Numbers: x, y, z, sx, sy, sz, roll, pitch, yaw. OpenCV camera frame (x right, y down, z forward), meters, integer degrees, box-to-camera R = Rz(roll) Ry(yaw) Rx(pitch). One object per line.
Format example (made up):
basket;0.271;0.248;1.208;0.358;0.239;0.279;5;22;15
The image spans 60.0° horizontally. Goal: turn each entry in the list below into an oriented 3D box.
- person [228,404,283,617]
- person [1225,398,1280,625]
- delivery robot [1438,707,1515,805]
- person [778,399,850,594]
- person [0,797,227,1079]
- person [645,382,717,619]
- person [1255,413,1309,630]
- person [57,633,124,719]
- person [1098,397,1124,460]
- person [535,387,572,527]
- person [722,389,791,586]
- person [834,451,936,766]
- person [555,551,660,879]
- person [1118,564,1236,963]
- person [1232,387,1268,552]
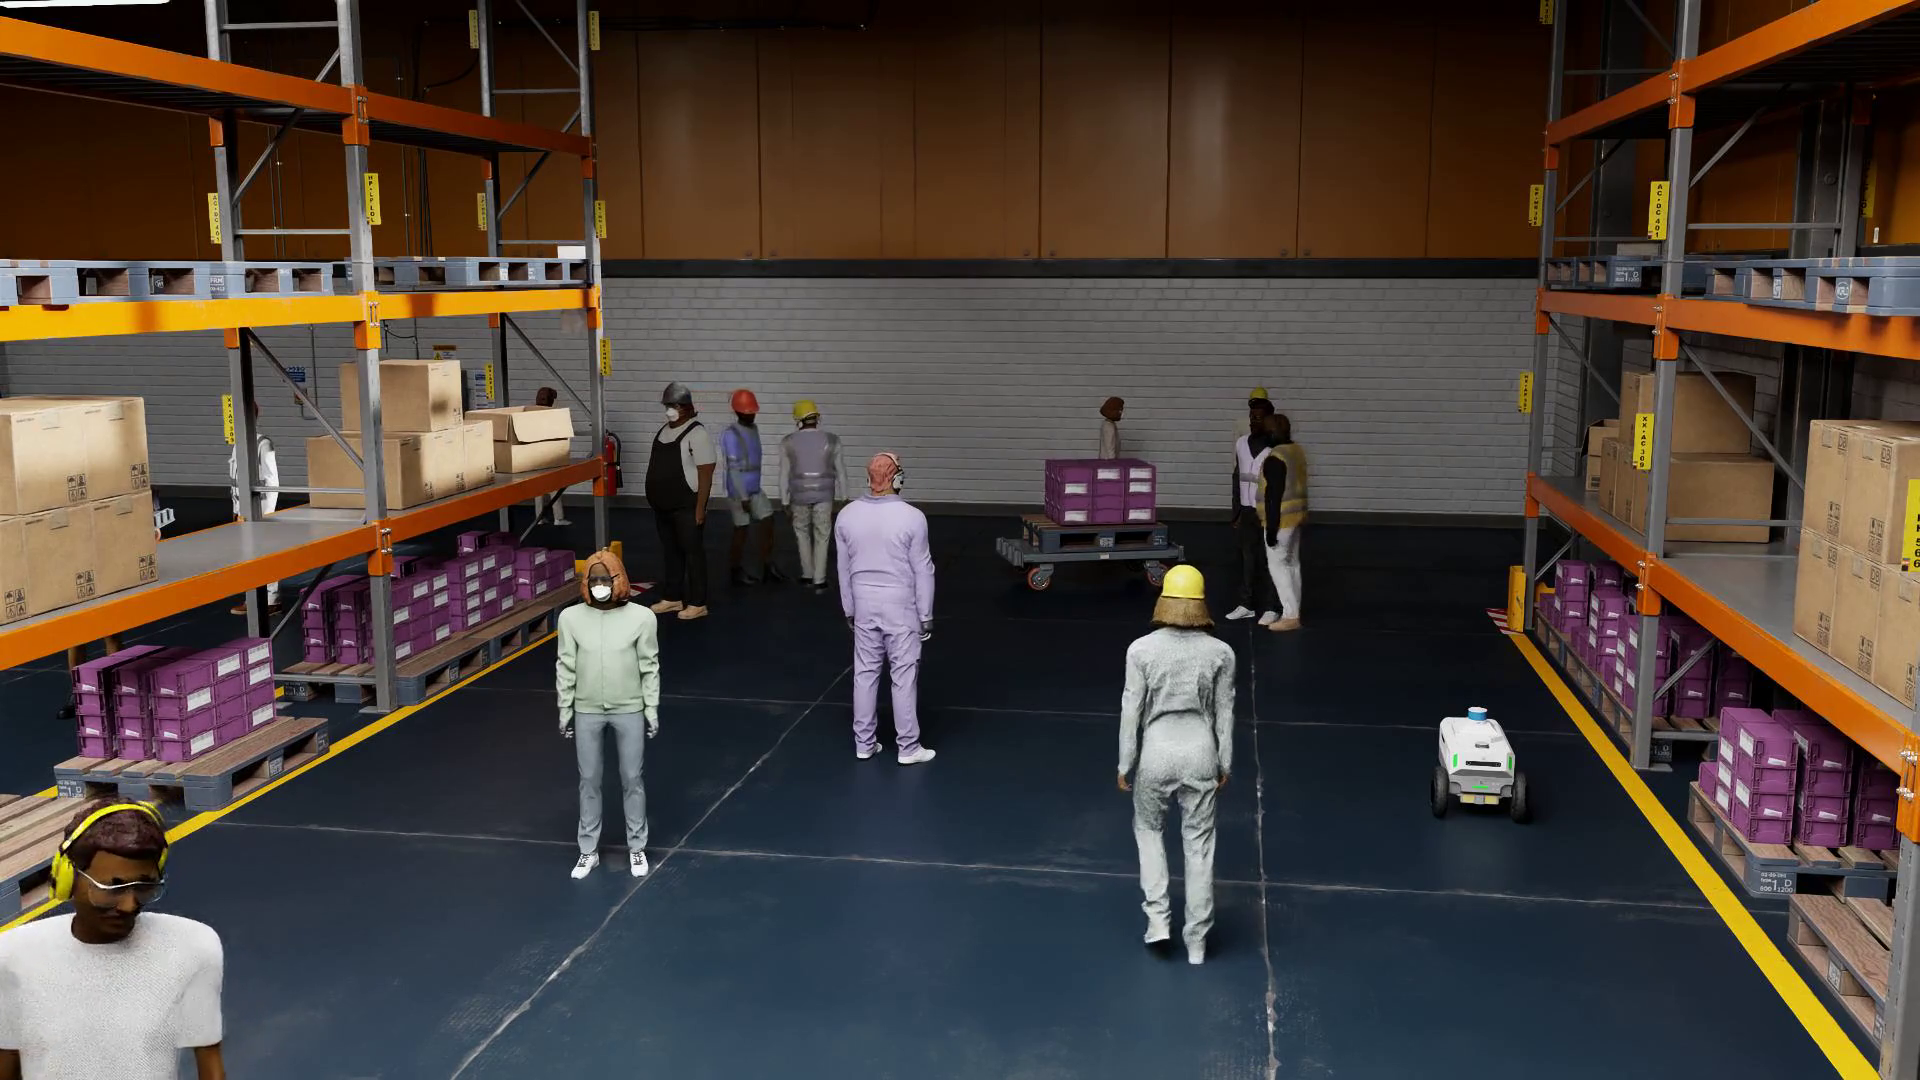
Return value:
person;-6.105;-0.265;14.363;0.585;1.883;0.344;7;12;37
person;2.565;-0.248;14.154;0.390;1.919;0.591;-9;13;-44
delivery robot;2.875;1.177;9.273;0.477;0.478;0.707;2;9;11
person;-1.355;-0.412;15.511;0.671;1.807;0.517;-1;9;-4
person;-1.943;1.474;3.783;0.544;1.840;0.563;-3;10;-17
person;-2.453;-0.341;14.352;0.688;2.000;0.539;9;13;43
person;2.701;-0.148;13.909;0.461;1.823;0.668;6;11;32
person;-5.836;0.234;11.118;0.542;1.939;0.362;-1;9;-8
person;1.642;-0.751;18.169;0.287;1.622;0.510;0;9;1
person;-4.820;-0.970;19.469;0.513;1.640;0.309;4;10;21
person;-1.918;-0.466;15.578;0.750;1.892;0.593;4;10;21
person;-0.429;0.416;10.085;0.643;1.912;0.410;5;10;26
person;-1.732;0.859;8.204;0.507;1.633;0.278;-1;9;-4
person;0.943;0.972;7.268;0.522;1.714;0.476;0;9;-2
person;3.152;-0.742;17.668;0.526;1.769;0.328;2;9;13
